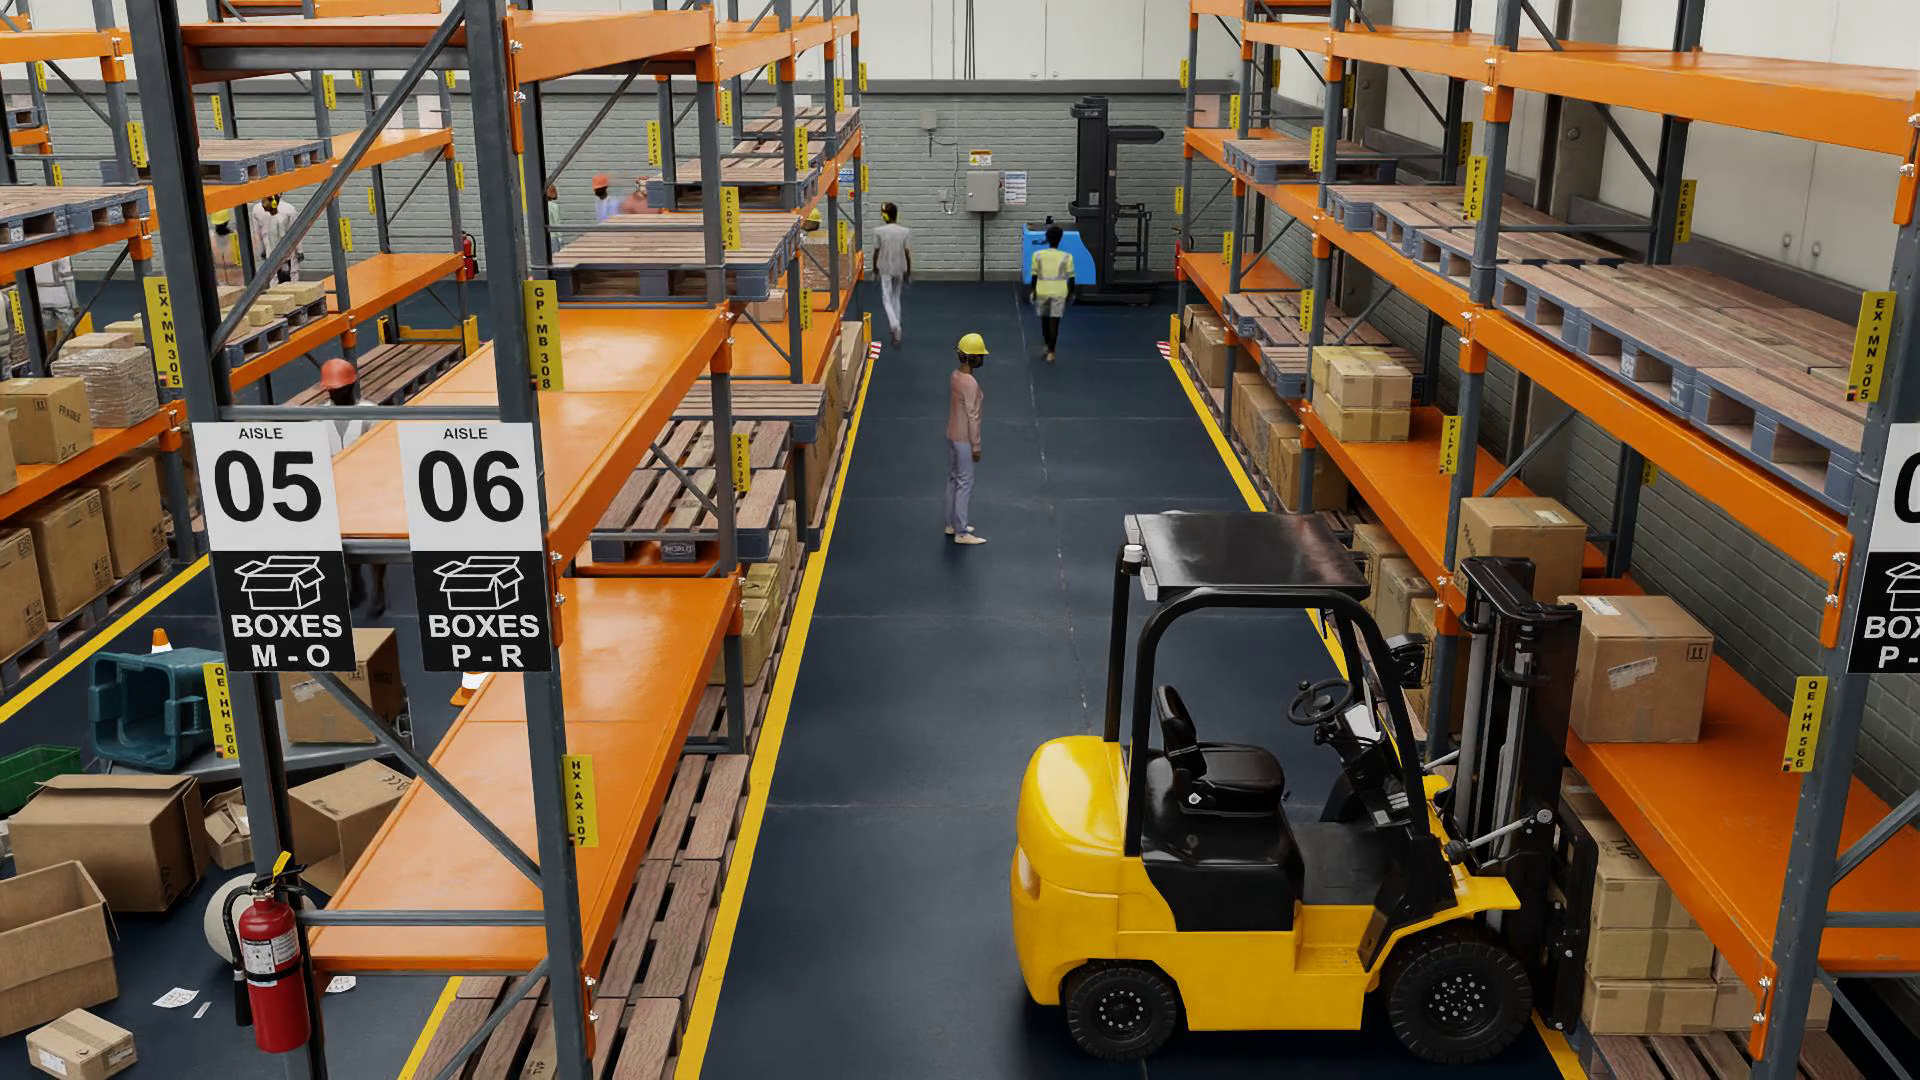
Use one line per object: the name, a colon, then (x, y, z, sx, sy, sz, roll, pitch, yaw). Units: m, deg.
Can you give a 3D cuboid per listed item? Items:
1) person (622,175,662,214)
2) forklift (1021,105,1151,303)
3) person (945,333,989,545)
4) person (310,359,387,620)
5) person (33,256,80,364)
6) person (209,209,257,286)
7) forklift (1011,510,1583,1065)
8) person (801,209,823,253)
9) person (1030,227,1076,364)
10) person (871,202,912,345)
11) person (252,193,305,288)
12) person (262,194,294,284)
person: (-4.548, -4.341, 24.165, 0.650, 1.900, 0.399, -15, 24, -39)
forklift: (1.857, -4.944, 24.441, 1.873, 2.768, 1.129, 0, 18, 0)
person: (0.071, -0.840, 13.795, 0.349, 1.761, 0.528, -6, 19, -17)
person: (-4.435, -0.372, 12.173, 0.561, 1.933, 0.585, 0, 18, 1)
person: (-10.540, -2.777, 19.384, 0.545, 1.928, 0.391, 1, 18, 3)
person: (-9.194, -3.313, 21.076, 0.594, 1.891, 0.682, 0, 18, 0)
forklift: (1.387, 1.055, 7.378, 2.313, 2.155, 1.214, 0, 18, 0)
person: (-1.939, -3.475, 21.801, 0.324, 1.732, 0.494, 0, 18, 0)
person: (1.169, -3.059, 20.659, 0.552, 1.644, 0.871, 5, 19, 14)
person: (-0.877, -3.468, 21.625, 0.511, 1.840, 0.795, -7, 20, -20)
person: (-9.530, -4.086, 23.372, 0.651, 1.906, 0.409, 1, 18, 4)
person: (-9.221, -3.801, 22.596, 0.333, 1.860, 0.508, -13, 22, -34)
